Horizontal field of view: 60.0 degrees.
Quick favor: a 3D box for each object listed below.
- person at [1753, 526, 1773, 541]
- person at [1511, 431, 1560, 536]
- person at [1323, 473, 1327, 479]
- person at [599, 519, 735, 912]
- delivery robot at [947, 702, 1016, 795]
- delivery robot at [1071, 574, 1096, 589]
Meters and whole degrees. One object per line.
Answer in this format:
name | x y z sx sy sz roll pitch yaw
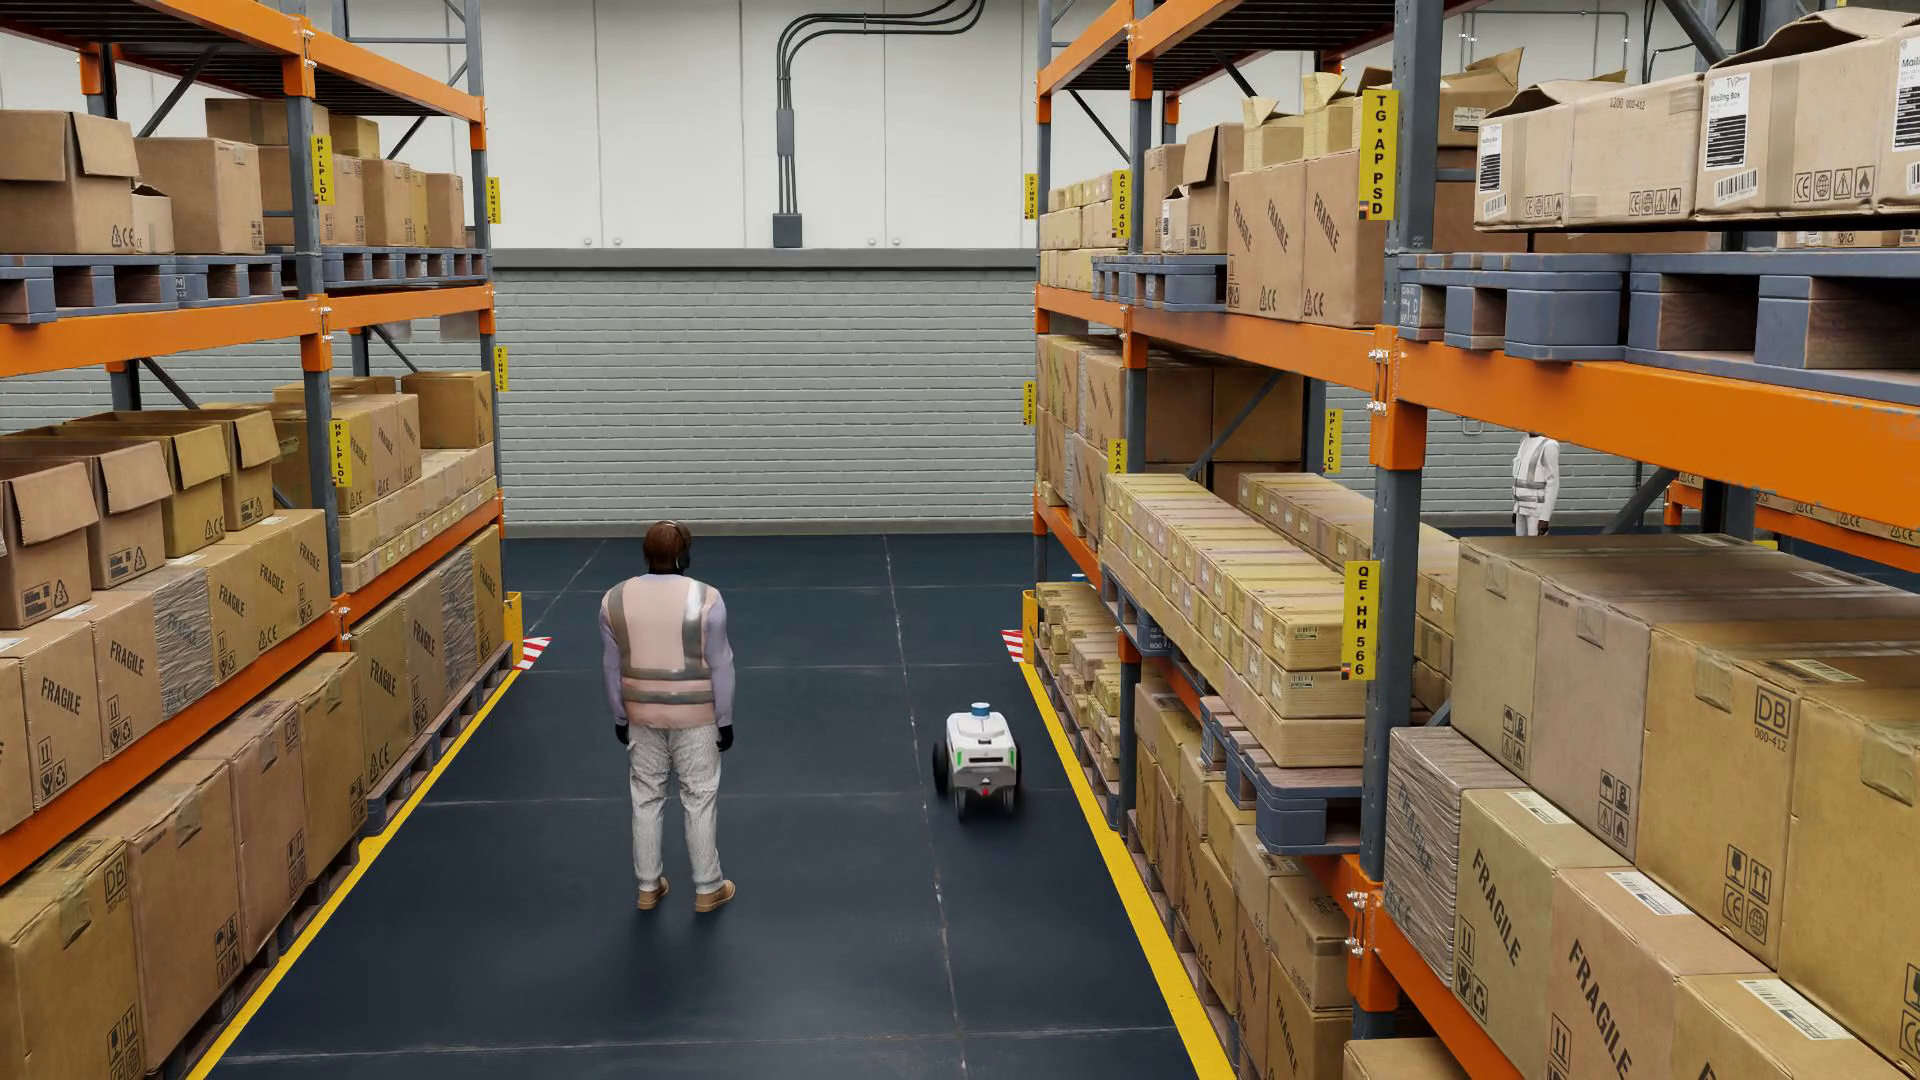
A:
person | 6.460 -0.214 13.687 0.907 1.876 0.706 5 11 25
person | 4.745 -0.237 13.800 0.340 1.882 0.586 -1 10 -5
person | 3.081 -0.257 14.532 0.439 1.682 0.539 1 10 8
person | -1.330 0.817 7.723 0.622 1.844 0.429 2 10 11
delivery robot | 0.114 1.150 9.263 0.477 0.478 0.707 -1 10 -4
delivery robot | 0.921 0.511 13.031 0.707 0.478 0.477 -7 12 -35
